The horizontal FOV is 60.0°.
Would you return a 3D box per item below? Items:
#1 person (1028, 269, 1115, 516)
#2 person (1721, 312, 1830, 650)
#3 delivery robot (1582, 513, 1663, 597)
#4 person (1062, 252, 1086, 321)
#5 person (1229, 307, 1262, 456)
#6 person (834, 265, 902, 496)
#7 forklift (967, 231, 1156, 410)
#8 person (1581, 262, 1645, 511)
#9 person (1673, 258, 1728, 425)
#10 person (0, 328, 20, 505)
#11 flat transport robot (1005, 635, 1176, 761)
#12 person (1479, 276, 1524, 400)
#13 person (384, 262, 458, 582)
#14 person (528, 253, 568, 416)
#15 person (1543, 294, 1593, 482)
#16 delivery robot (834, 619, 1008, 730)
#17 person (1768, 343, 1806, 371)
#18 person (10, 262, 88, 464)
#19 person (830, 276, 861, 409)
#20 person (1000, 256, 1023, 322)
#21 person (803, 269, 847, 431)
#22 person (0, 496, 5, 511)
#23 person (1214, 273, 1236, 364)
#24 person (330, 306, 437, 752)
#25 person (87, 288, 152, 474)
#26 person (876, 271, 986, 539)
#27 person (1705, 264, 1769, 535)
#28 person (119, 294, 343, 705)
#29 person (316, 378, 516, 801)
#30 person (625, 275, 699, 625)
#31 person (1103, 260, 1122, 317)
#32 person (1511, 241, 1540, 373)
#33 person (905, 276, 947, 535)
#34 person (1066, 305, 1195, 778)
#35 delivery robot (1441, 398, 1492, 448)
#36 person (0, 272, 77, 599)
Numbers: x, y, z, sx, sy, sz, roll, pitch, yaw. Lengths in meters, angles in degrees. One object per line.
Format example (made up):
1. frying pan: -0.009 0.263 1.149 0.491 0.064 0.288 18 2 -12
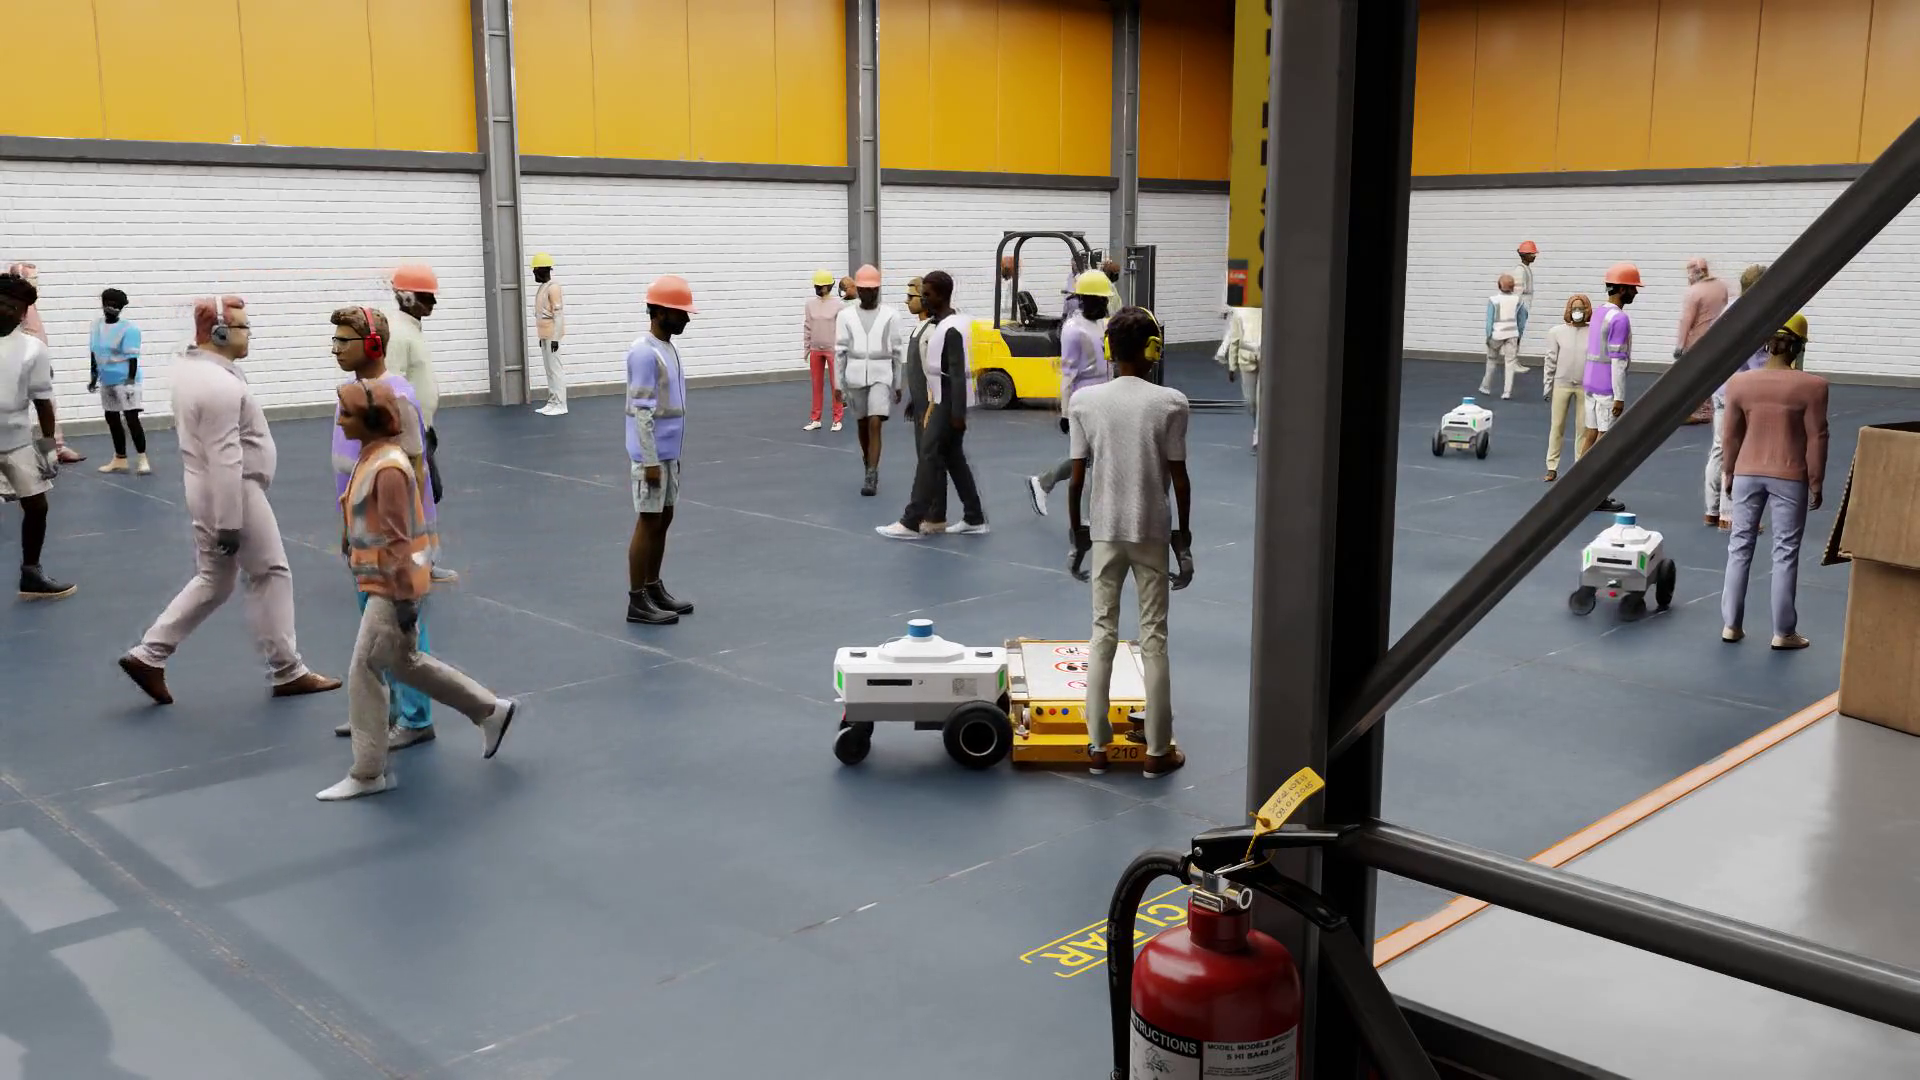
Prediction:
1. person: 0.877 -1.022 12.119 0.812 1.894 0.591 5 12 27
2. person: 4.210 -0.312 8.614 0.320 1.762 0.522 -10 14 -43
3. delivery robot: 3.768 0.091 9.446 0.477 0.478 0.707 6 12 29
4. person: 1.935 -3.778 27.251 0.963 1.863 0.658 -5 12 -26
5. person: 2.961 -1.759 16.409 0.593 1.804 0.807 4 11 23
6. person: -0.768 -1.358 13.965 0.557 1.892 1.007 1 10 4
7. forklift: 1.222 -2.721 20.561 2.313 2.155 1.214 2 11 13
8. person: 5.056 -1.182 12.914 0.389 1.930 0.539 0 10 0
9. person: 8.351 -2.231 18.783 0.734 1.876 0.407 -5 12 -25
10. person: -7.664 -1.183 13.173 0.403 1.829 0.588 -4 11 -19
11. flat transport robot: 0.537 0.670 7.322 0.652 0.197 1.431 0 10 0
12. person: 7.110 -2.659 21.830 0.536 1.593 0.840 0 10 -2
13. person: -3.343 -0.692 10.102 0.508 1.972 0.650 -2 11 -9
14. person: -4.899 -2.440 19.761 0.384 1.924 0.594 -6 12 -29
15. person: 5.307 -1.306 14.378 0.508 1.632 0.271 3 11 18
16. delivery robot: -0.162 0.570 6.834 0.707 0.478 0.477 0 10 0
17. person: 6.800 -1.223 13.910 0.523 1.638 0.310 -2 11 -12
18. person: -8.570 -1.628 15.442 0.888 1.869 0.679 -4 11 -22
19. person: -1.362 -2.399 20.334 0.498 1.633 0.279 6 12 31
20. person: 0.696 -2.787 21.805 0.422 1.866 0.591 -1 10 -5
21. person: -1.475 -2.062 18.156 0.523 1.762 0.329 4 11 21
22. person: -7.033 -0.877 11.293 0.640 1.914 0.842 4 11 20
23. person: 4.614 -3.844 27.674 0.991 1.841 0.593 -6 12 -29
24. person: -2.409 -0.050 6.948 0.379 1.844 0.570 -10 14 -43
25. person: -7.506 -1.406 14.825 0.586 1.674 0.326 4 11 23
26. person: -0.182 -0.949 11.751 0.800 1.880 0.607 -1 10 -6
27. person: 5.614 -1.007 11.968 0.360 1.923 0.675 0 10 2
28. person: -3.368 -0.173 7.550 0.849 1.876 0.646 -8 13 -38
29. person: -2.117 0.171 6.403 0.731 1.607 0.517 -5 12 -26
30. person: -1.626 -0.492 9.178 0.418 1.920 0.542 2 11 9
31. person: 1.862 -2.810 22.100 0.698 1.811 0.645 1 10 6
32. person: 8.765 -3.620 25.876 0.394 2.044 0.609 5 12 26
33. person: -0.248 -0.961 11.918 0.339 1.845 0.514 -2 11 -13
34. person: 0.670 0.012 6.565 0.521 1.865 0.328 3 11 18
35. delivery robot: 4.931 -1.141 16.164 0.477 0.478 0.707 6 12 30
36. person: -5.504 -0.550 9.478 0.718 1.925 0.369 -8 13 -37
